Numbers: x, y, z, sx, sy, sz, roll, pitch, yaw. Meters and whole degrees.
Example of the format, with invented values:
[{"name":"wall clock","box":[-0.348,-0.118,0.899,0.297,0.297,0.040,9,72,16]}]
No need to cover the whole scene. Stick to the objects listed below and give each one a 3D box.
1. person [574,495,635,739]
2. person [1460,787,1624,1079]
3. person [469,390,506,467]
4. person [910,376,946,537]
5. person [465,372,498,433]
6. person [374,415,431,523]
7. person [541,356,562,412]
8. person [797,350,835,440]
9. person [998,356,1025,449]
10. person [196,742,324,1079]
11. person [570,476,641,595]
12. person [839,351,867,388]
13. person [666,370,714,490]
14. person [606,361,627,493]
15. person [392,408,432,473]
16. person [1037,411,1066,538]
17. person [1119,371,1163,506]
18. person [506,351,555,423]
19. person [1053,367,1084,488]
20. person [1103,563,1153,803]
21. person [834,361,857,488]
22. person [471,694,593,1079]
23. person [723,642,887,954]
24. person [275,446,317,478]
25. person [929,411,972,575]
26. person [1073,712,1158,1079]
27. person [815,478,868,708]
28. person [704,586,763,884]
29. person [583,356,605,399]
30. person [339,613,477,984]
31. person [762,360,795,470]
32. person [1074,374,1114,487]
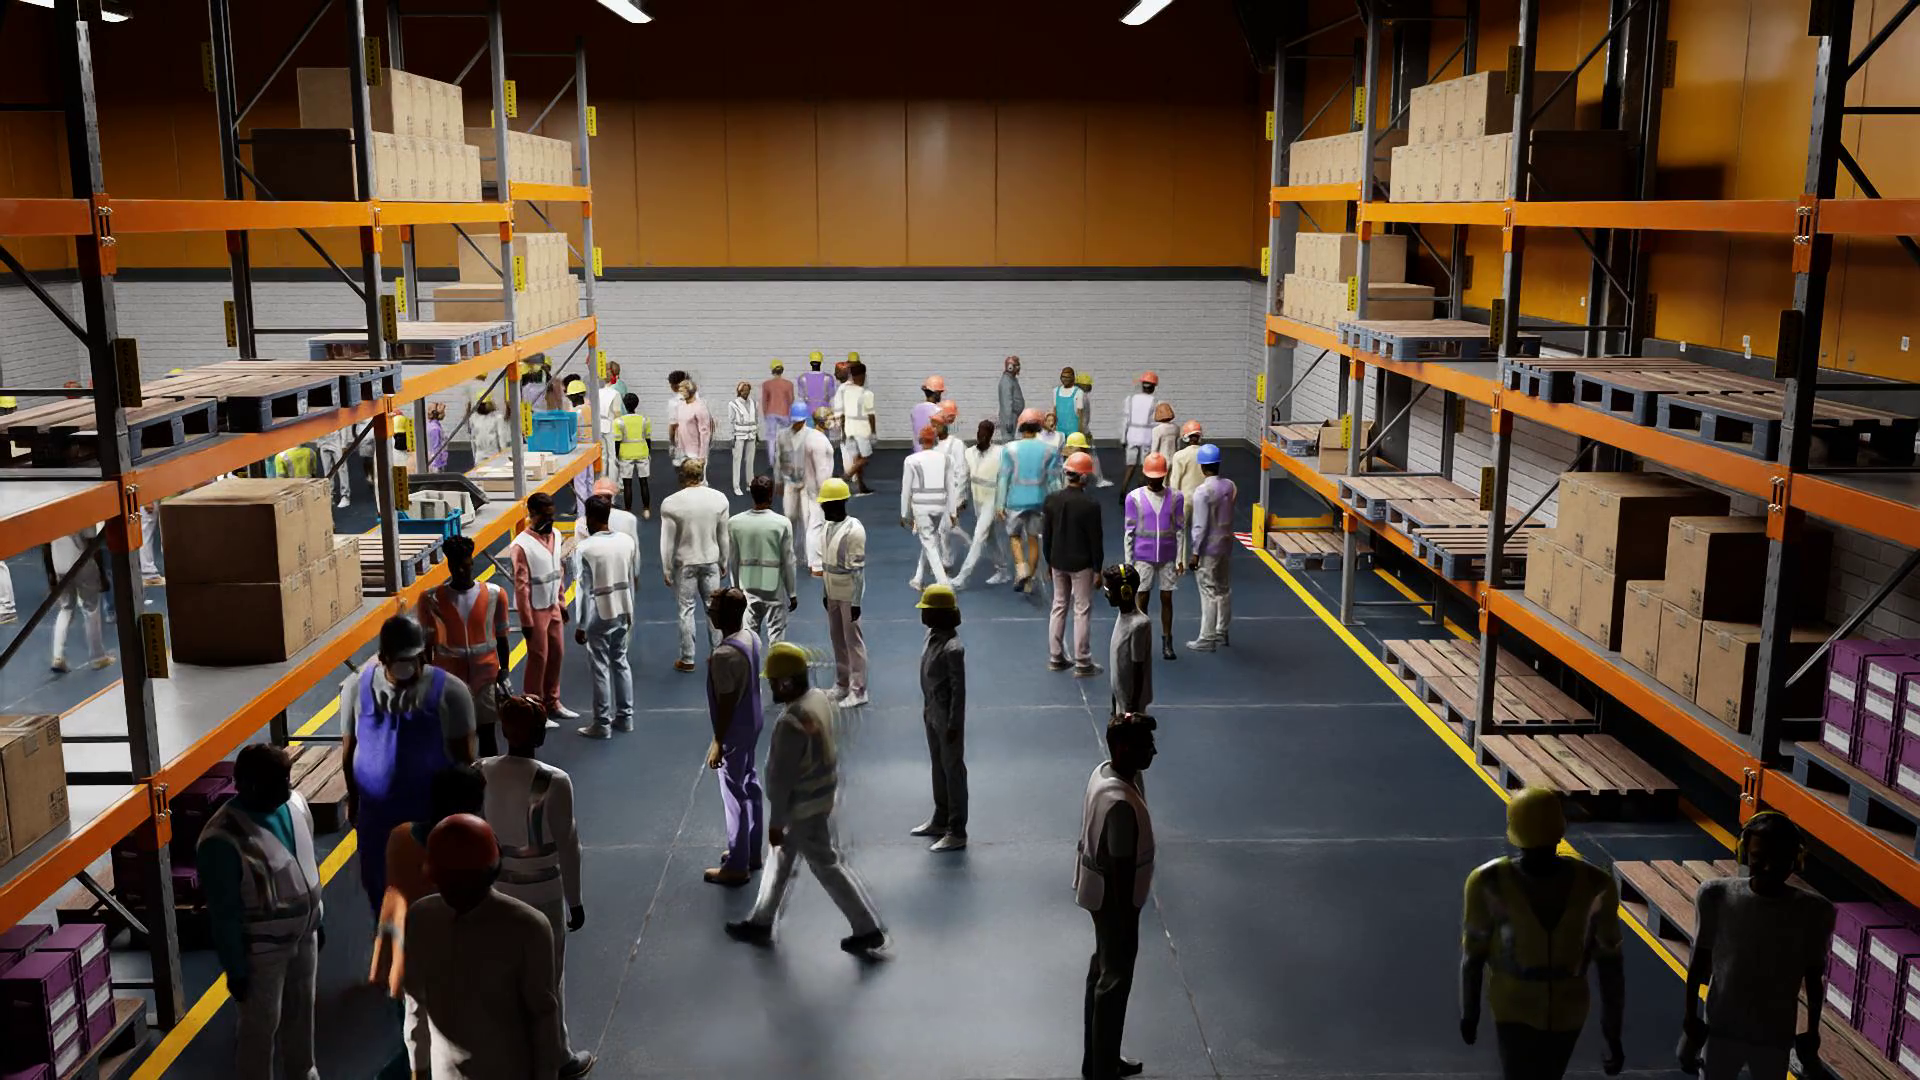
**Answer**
[{"name":"person","box":[-2.758,0.597,12.988,0.410,1.908,0.598,7,13,31]},{"name":"person","box":[2.313,1.878,6.655,0.594,1.872,0.968,1,11,3]},{"name":"person","box":[-6.328,-1.177,22.384,0.494,1.714,0.841,0,11,-1]},{"name":"person","box":[-0.360,-1.053,20.960,0.616,2.031,0.452,10,15,42]},{"name":"person","box":[-7.108,-1.723,24.760,0.558,1.846,0.528,3,12,15]},{"name":"person","box":[-5.938,-0.373,17.781,0.587,1.930,0.363,-3,12,-13]},{"name":"person","box":[-6.667,-2.077,26.775,0.532,1.756,0.337,-1,11,-5]},{"name":"person","box":[-2.221,-1.975,25.821,0.585,1.928,0.365,0,11,-1]},{"name":"person","box":[0.777,-1.825,25.122,0.399,1.909,0.642,1,11,4]},{"name":"person","box":[-3.018,1.766,7.313,0.429,1.834,0.628,3,12,15]},{"name":"person","box":[-3.185,0.297,14.908,0.643,1.729,0.398,-4,12,-21]},{"name":"person","box":[-1.767,-2.277,27.797,0.483,1.745,0.301,2,12,11]},{"name":"person","box":[-3.656,-1.338,22.651,0.714,1.941,0.403,-8,14,-36]},{"name":"person","box":[-4.948,-1.612,23.971,0.353,1.937,0.635,-1,11,-6]},{"name":"person","box":[-6.233,-0.545,18.715,0.656,1.917,0.430,-9,14,-39]},{"name":"person","box":[1.092,-0.782,20.612,0.512,1.610,0.775,-2,11,-11]},{"name":"person","box":[2.488,-1.353,22.759,0.593,1.905,0.571,6,13,28]},{"name":"person","box":[-6.589,-1.990,25.609,0.701,2.000,0.887,-8,14,-34]},{"name":"person","box":[1.572,-1.613,24.257,0.503,1.838,0.347,8,14,35]},{"name":"person","box":[1.074,1.066,10.766,0.336,1.855,0.530,-1,11,-7]},{"name":"person","box":[-1.693,-1.703,24.598,0.351,1.878,0.569,-2,11,-11]},{"name":"person","box":[-2.023,1.641,7.798,0.583,1.882,0.337,4,12,20]},{"name":"person","box":[-0.843,1.426,9.166,0.962,1.775,0.597,2,11,9]},{"name":"person","box":[-7.572,-0.497,19.020,0.321,1.687,0.530,7,13,33]},{"name":"person","box":[-0.108,-0.526,18.703,0.470,1.875,0.628,-8,14,-35]},{"name":"person","box":[0.711,1.682,7.690,0.373,1.843,0.570,0,11,-2]},{"name":"person","box":[-0.989,0.434,13.777,0.398,1.919,0.589,-8,14,-34]},{"name":"person","box":[-1.389,1.185,10.183,0.345,1.846,0.506,3,12,15]},{"name":"person","box":[-5.985,-2.187,27.318,0.334,1.753,0.562,7,13,32]},{"name":"person","box":[-2.926,1.354,8.841,0.704,2.000,0.602,-2,11,-10]},{"name":"person","box":[-2.859,-2.008,26.509,0.565,1.719,0.786,1,11,3]},{"name":"person","box":[1.811,-1.610,24.582,0.875,1.696,0.496,5,12,24]}]
